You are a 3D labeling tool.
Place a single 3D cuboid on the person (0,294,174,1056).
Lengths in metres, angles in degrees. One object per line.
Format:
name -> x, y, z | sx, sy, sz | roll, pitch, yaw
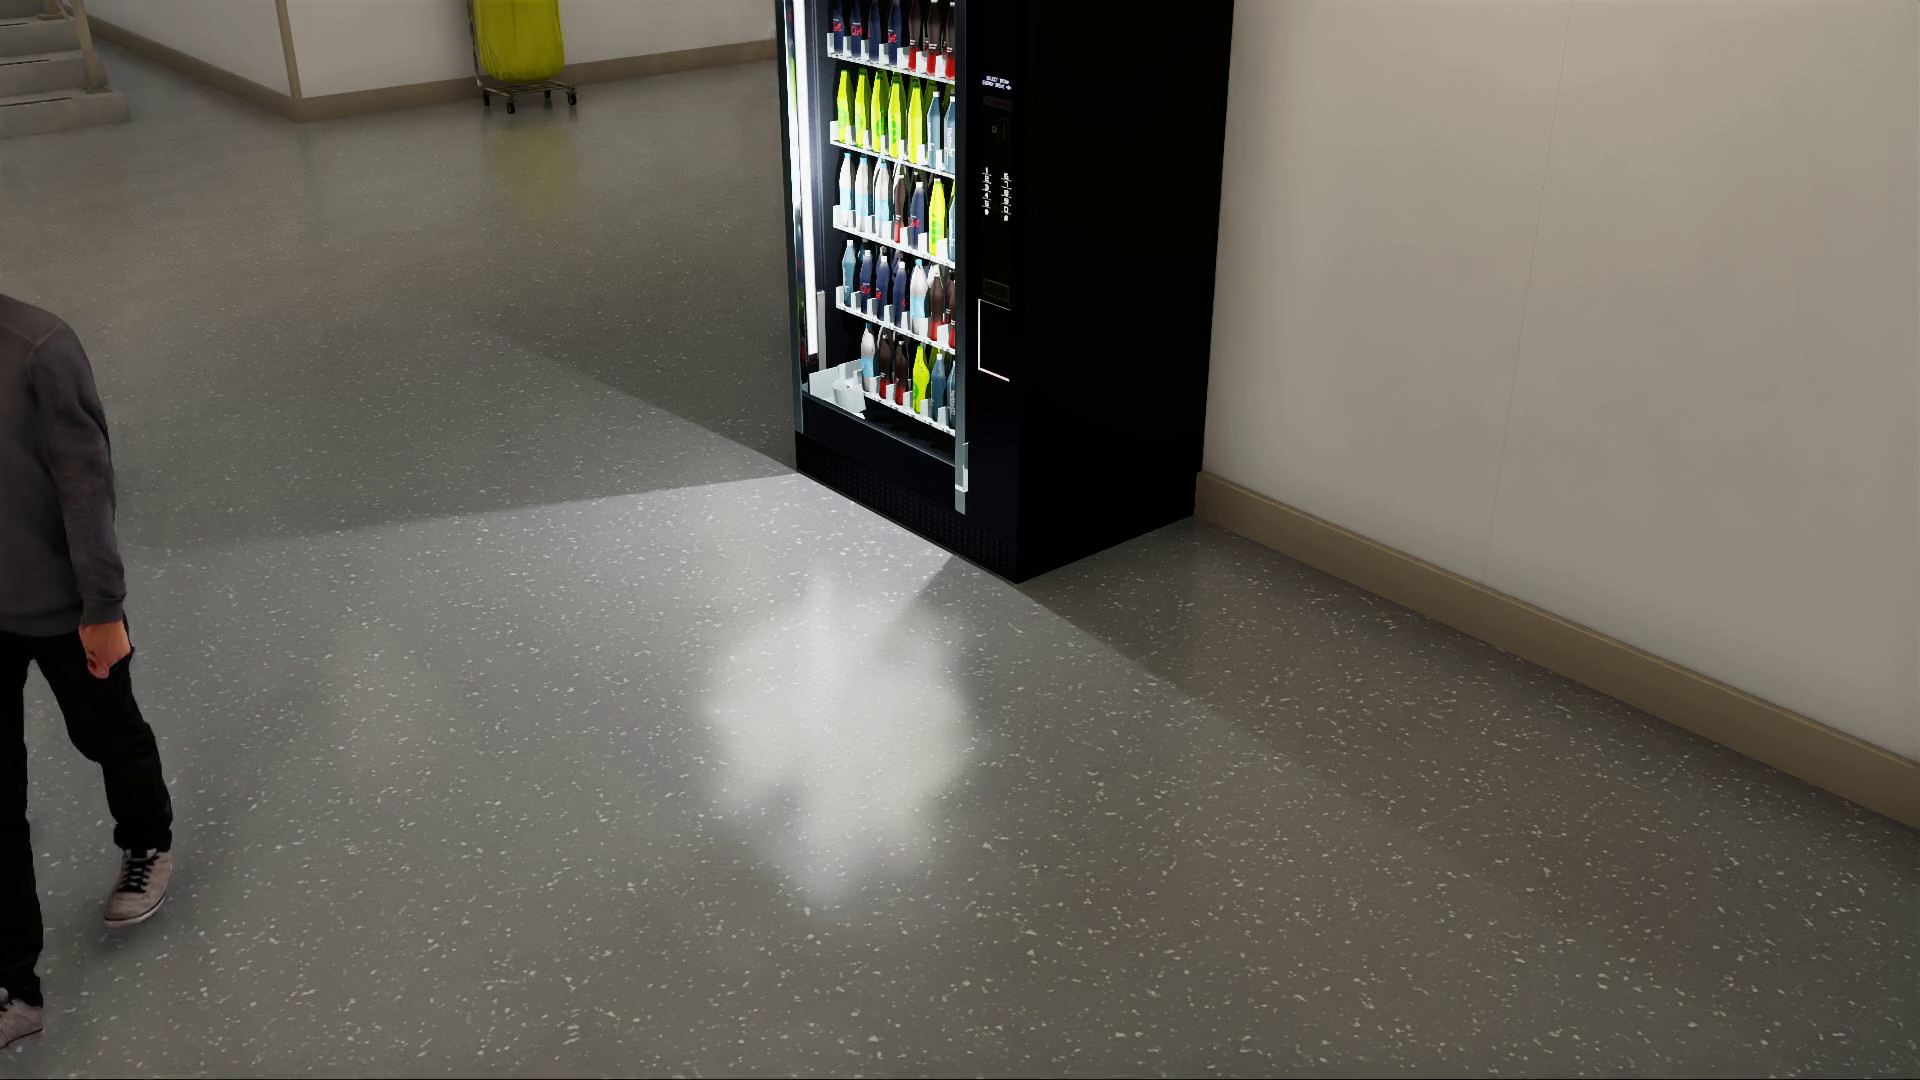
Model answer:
person -> -1.862, 0.096, 3.376 | 1.007, 1.725, 1.175 | -3, 26, -6
